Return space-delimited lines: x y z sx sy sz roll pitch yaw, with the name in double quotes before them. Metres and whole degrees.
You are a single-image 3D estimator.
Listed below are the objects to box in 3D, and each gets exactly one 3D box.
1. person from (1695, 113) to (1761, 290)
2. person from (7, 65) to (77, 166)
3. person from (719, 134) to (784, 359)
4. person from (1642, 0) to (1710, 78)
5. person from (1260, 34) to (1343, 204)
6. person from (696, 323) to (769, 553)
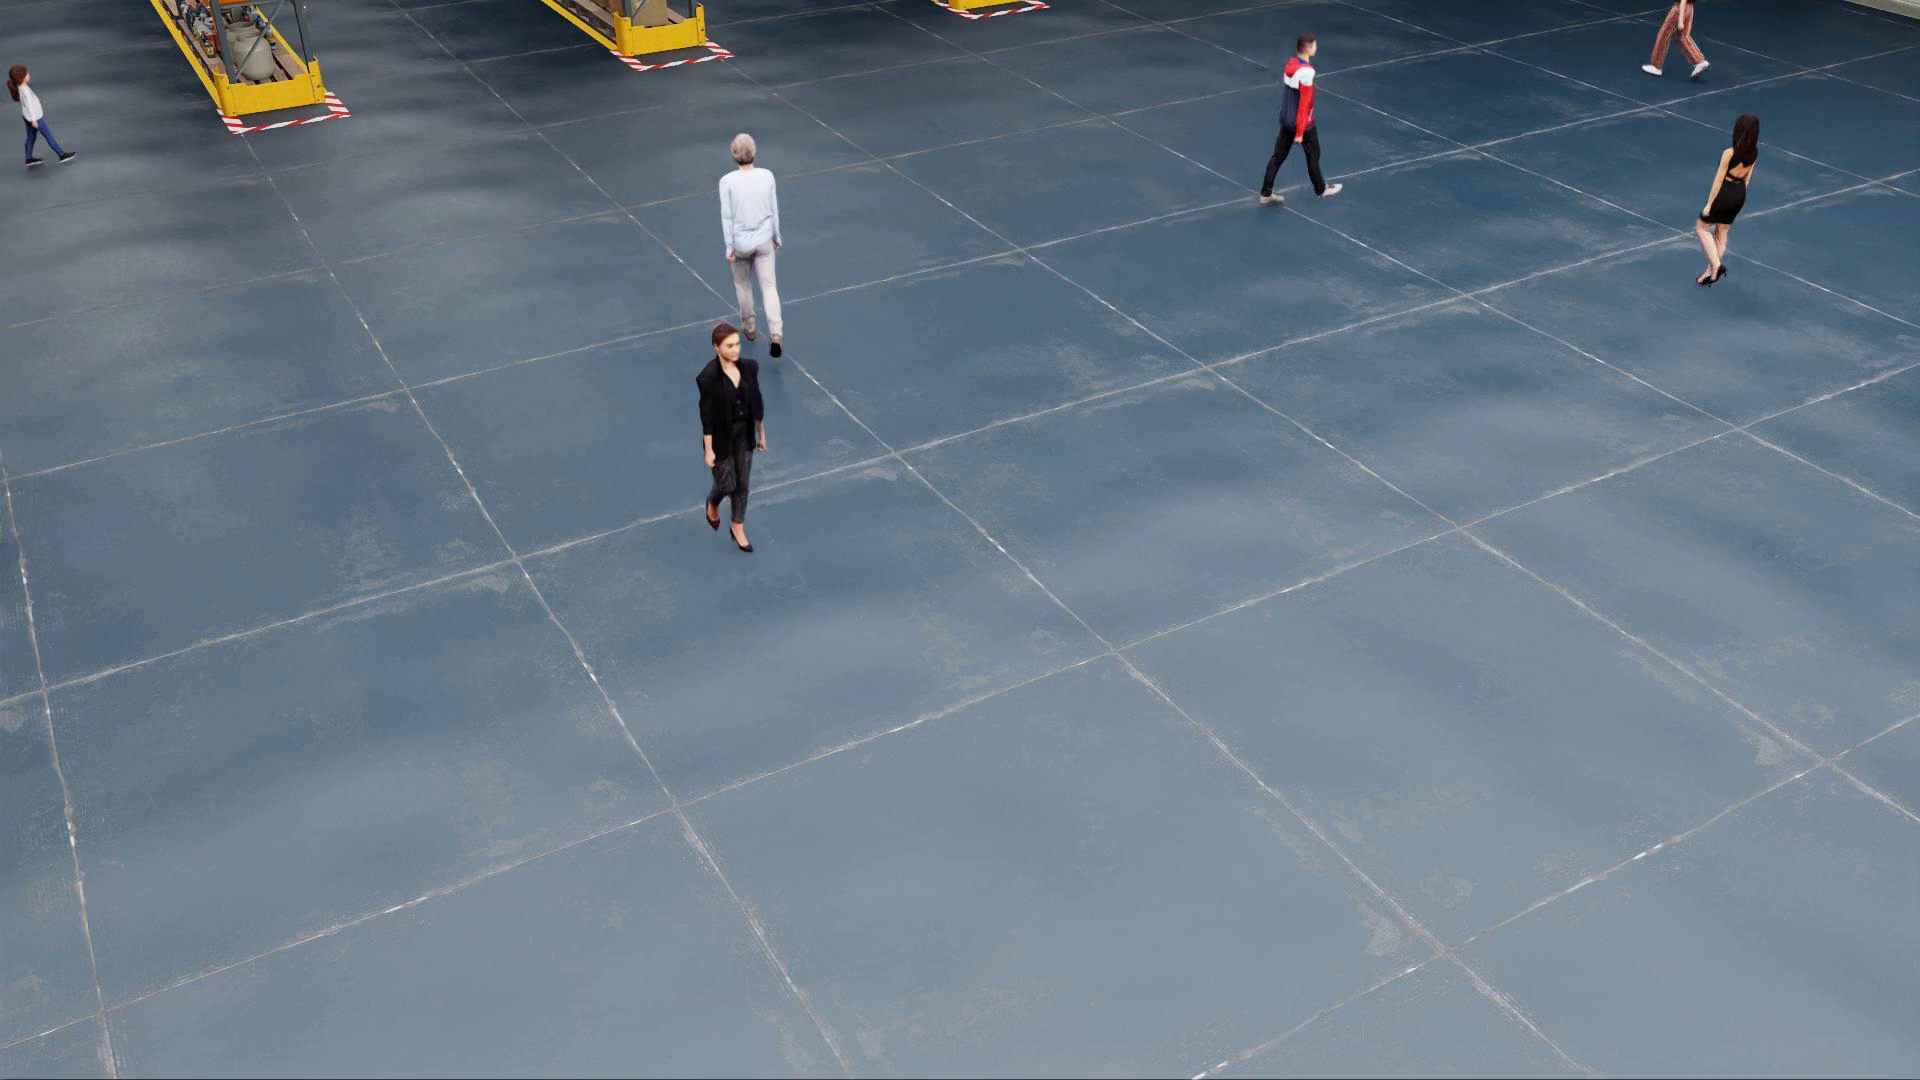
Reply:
"person" 6.993 -3.015 15.060 0.645 1.638 0.691 -11 34 -17
"person" -10.144 -4.605 18.092 0.616 1.092 0.706 -27 41 -36
"person" -1.714 -2.419 13.903 0.810 1.863 1.230 -10 33 -15
"person" 9.075 -6.527 20.718 1.068 1.542 0.748 25 40 34
"person" 3.334 -4.225 16.902 0.884 1.719 1.094 -9 33 -14
"person" -1.623 -0.709 11.339 0.746 1.708 0.791 -27 41 -36
